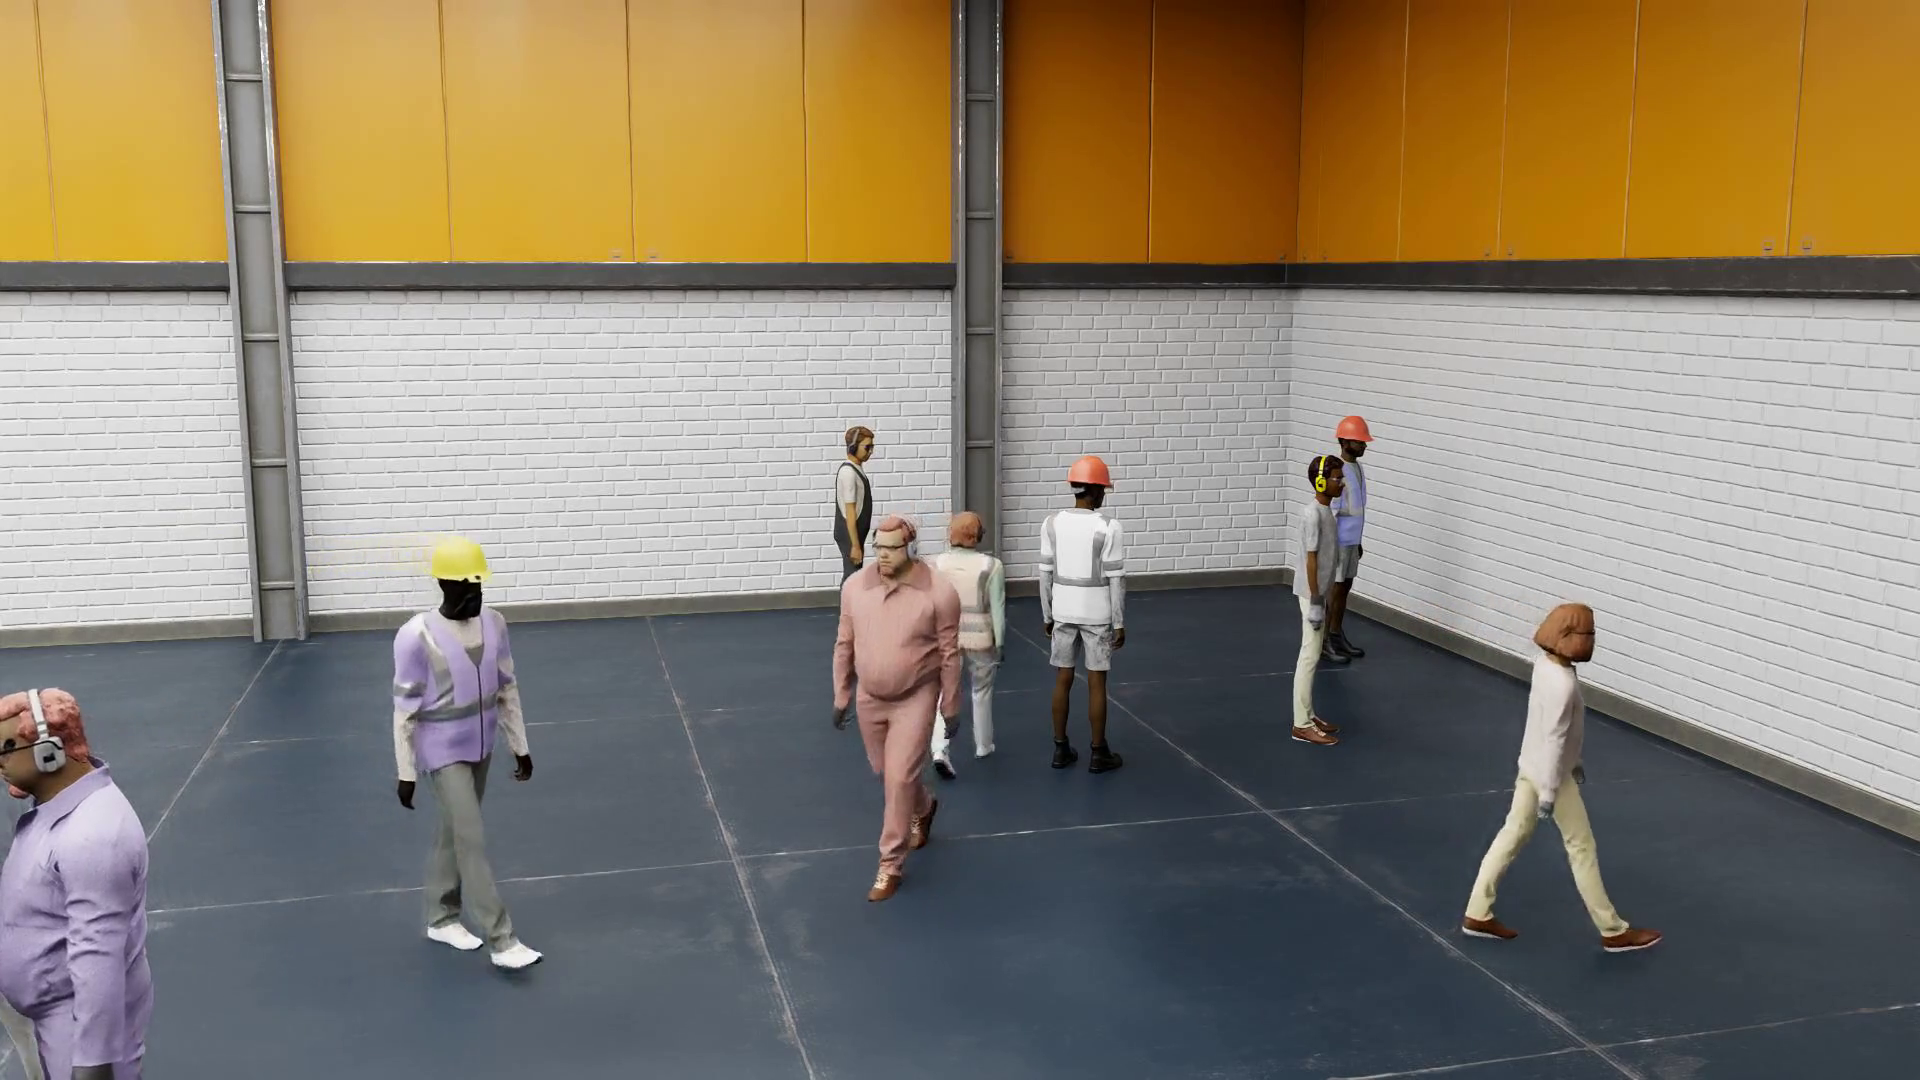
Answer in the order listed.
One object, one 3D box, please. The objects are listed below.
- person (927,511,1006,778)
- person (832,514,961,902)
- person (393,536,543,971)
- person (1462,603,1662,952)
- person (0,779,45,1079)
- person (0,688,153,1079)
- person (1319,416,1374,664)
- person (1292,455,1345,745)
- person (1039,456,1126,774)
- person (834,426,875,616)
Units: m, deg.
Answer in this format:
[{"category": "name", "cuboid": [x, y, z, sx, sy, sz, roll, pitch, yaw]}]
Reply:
[{"category": "person", "cuboid": [0.015, 0.624, 10.133, 0.522, 1.601, 0.837, 2, 9, 14]}, {"category": "person", "cuboid": [-0.295, 0.775, 8.370, 0.654, 1.873, 0.917, 4, 10, 22]}, {"category": "person", "cuboid": [-2.077, 0.931, 7.264, 0.871, 1.893, 0.612, 5, 10, 26]}, {"category": "person", "cuboid": [2.694, 1.057, 7.443, 0.852, 1.583, 0.514, 1, 9, 7]}, {"category": "person", "cuboid": [-3.398, 1.340, 5.599, 0.669, 1.606, 0.531, -3, 10, -19]}, {"category": "person", "cuboid": [-2.506, 1.346, 4.712, 0.401, 1.894, 0.654, -7, 11, -36]}, {"category": "person", "cuboid": [3.033, -0.009, 13.021, 0.375, 1.935, 0.550, 7, 11, 35]}, {"category": "person", "cuboid": [2.342, 0.375, 10.831, 0.334, 1.873, 0.521, 3, 10, 18]}, {"category": "person", "cuboid": [0.764, 0.453, 10.161, 0.551, 1.928, 0.377, 5, 10, 28]}, {"category": "person", "cuboid": [-0.827, 0.017, 13.168, 0.343, 1.839, 0.506, 0, 9, -3]}]
